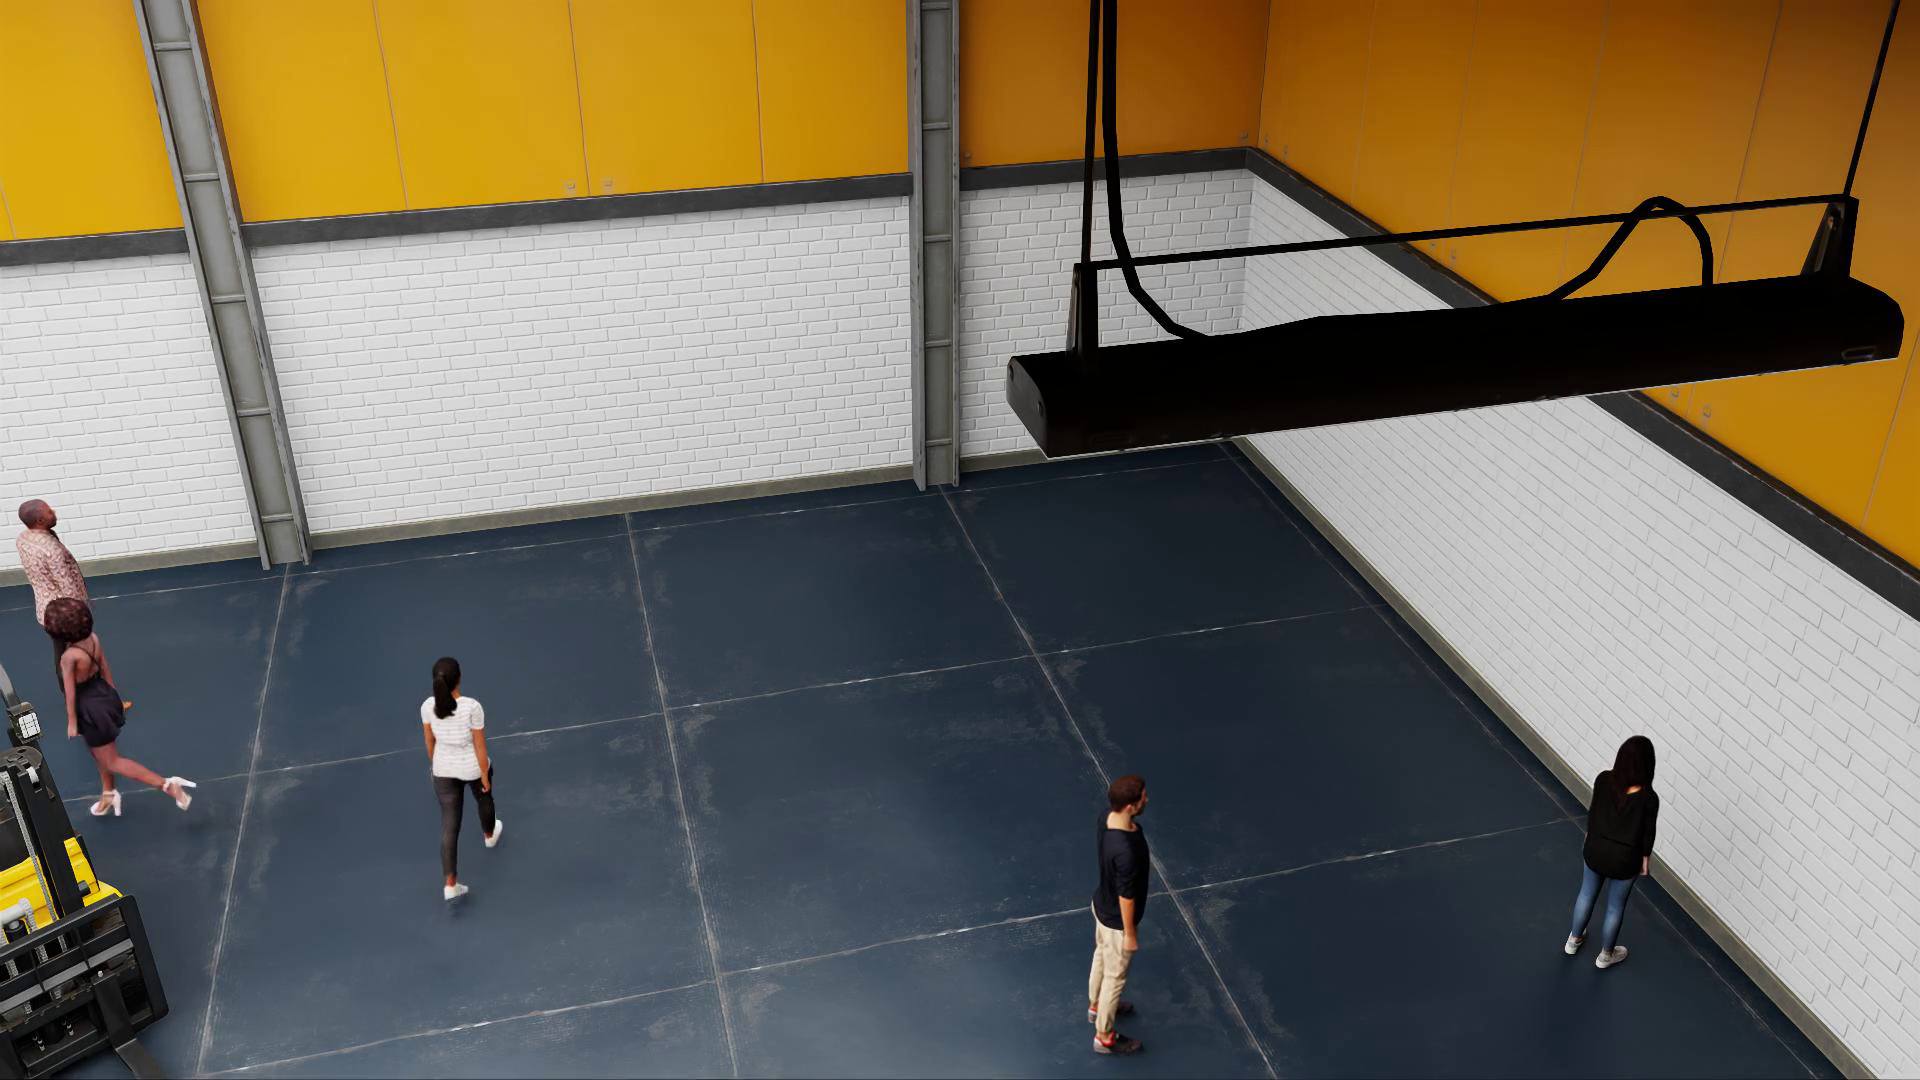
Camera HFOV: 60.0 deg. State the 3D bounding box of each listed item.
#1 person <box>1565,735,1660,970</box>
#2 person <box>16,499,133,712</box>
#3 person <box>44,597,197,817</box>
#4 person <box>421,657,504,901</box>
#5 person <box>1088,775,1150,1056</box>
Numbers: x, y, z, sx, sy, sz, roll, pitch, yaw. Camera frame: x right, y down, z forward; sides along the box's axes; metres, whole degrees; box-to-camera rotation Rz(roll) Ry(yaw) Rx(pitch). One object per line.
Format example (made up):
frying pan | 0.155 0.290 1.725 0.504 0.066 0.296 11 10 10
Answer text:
person | 3.967 1.878 10.075 0.644 1.645 0.667 24 37 37
person | -6.697 0.516 12.400 0.770 1.808 0.814 18 33 29
person | -5.726 1.189 11.215 1.064 1.762 0.681 -1 29 -2
person | -3.242 1.553 10.717 1.133 1.601 0.853 1 29 1
person | 0.880 2.106 9.437 0.560 1.854 0.650 -4 29 -8
